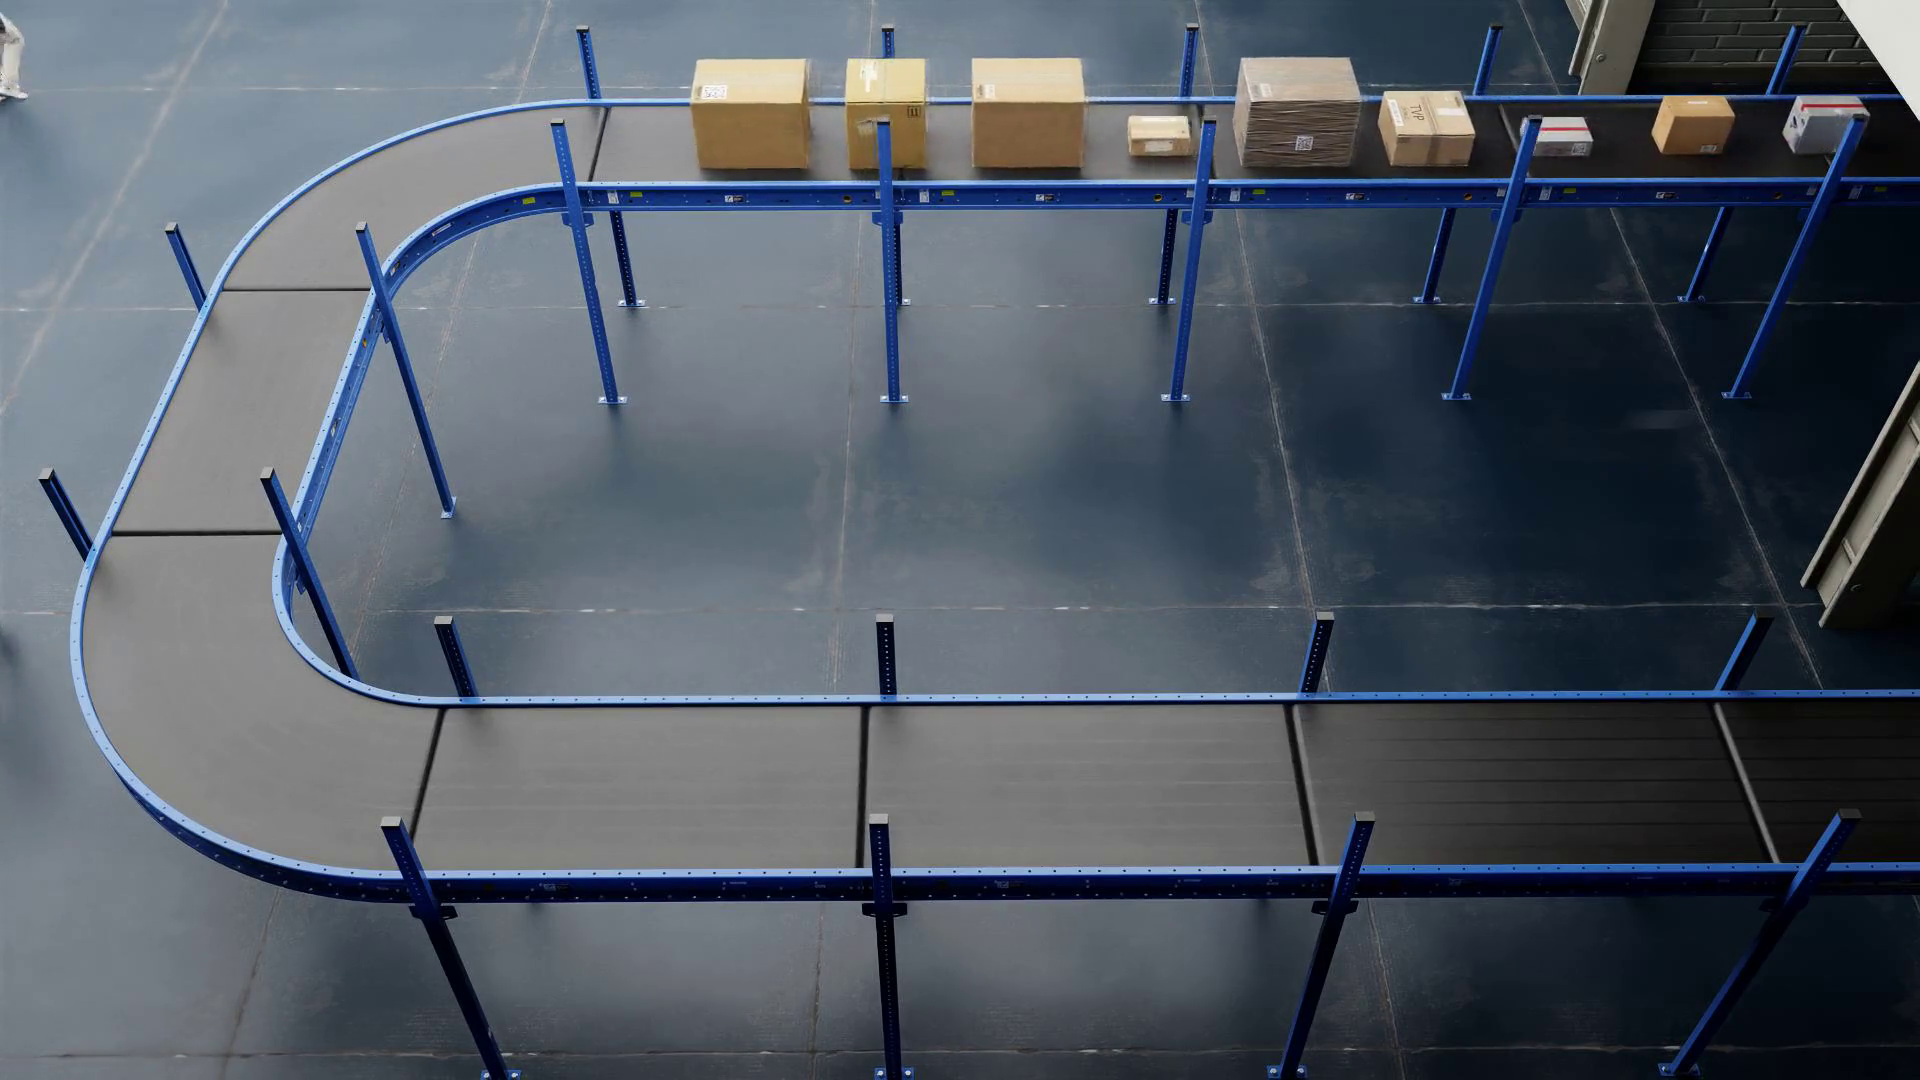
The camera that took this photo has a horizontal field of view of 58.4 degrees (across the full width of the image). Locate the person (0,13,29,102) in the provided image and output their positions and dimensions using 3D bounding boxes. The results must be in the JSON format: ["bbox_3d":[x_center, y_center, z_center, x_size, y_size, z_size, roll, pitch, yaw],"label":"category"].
[{"bbox_3d":[-8.120,-4.377,14.244,0.565,1.624,0.365,17,49,15],"label":"person"}]
